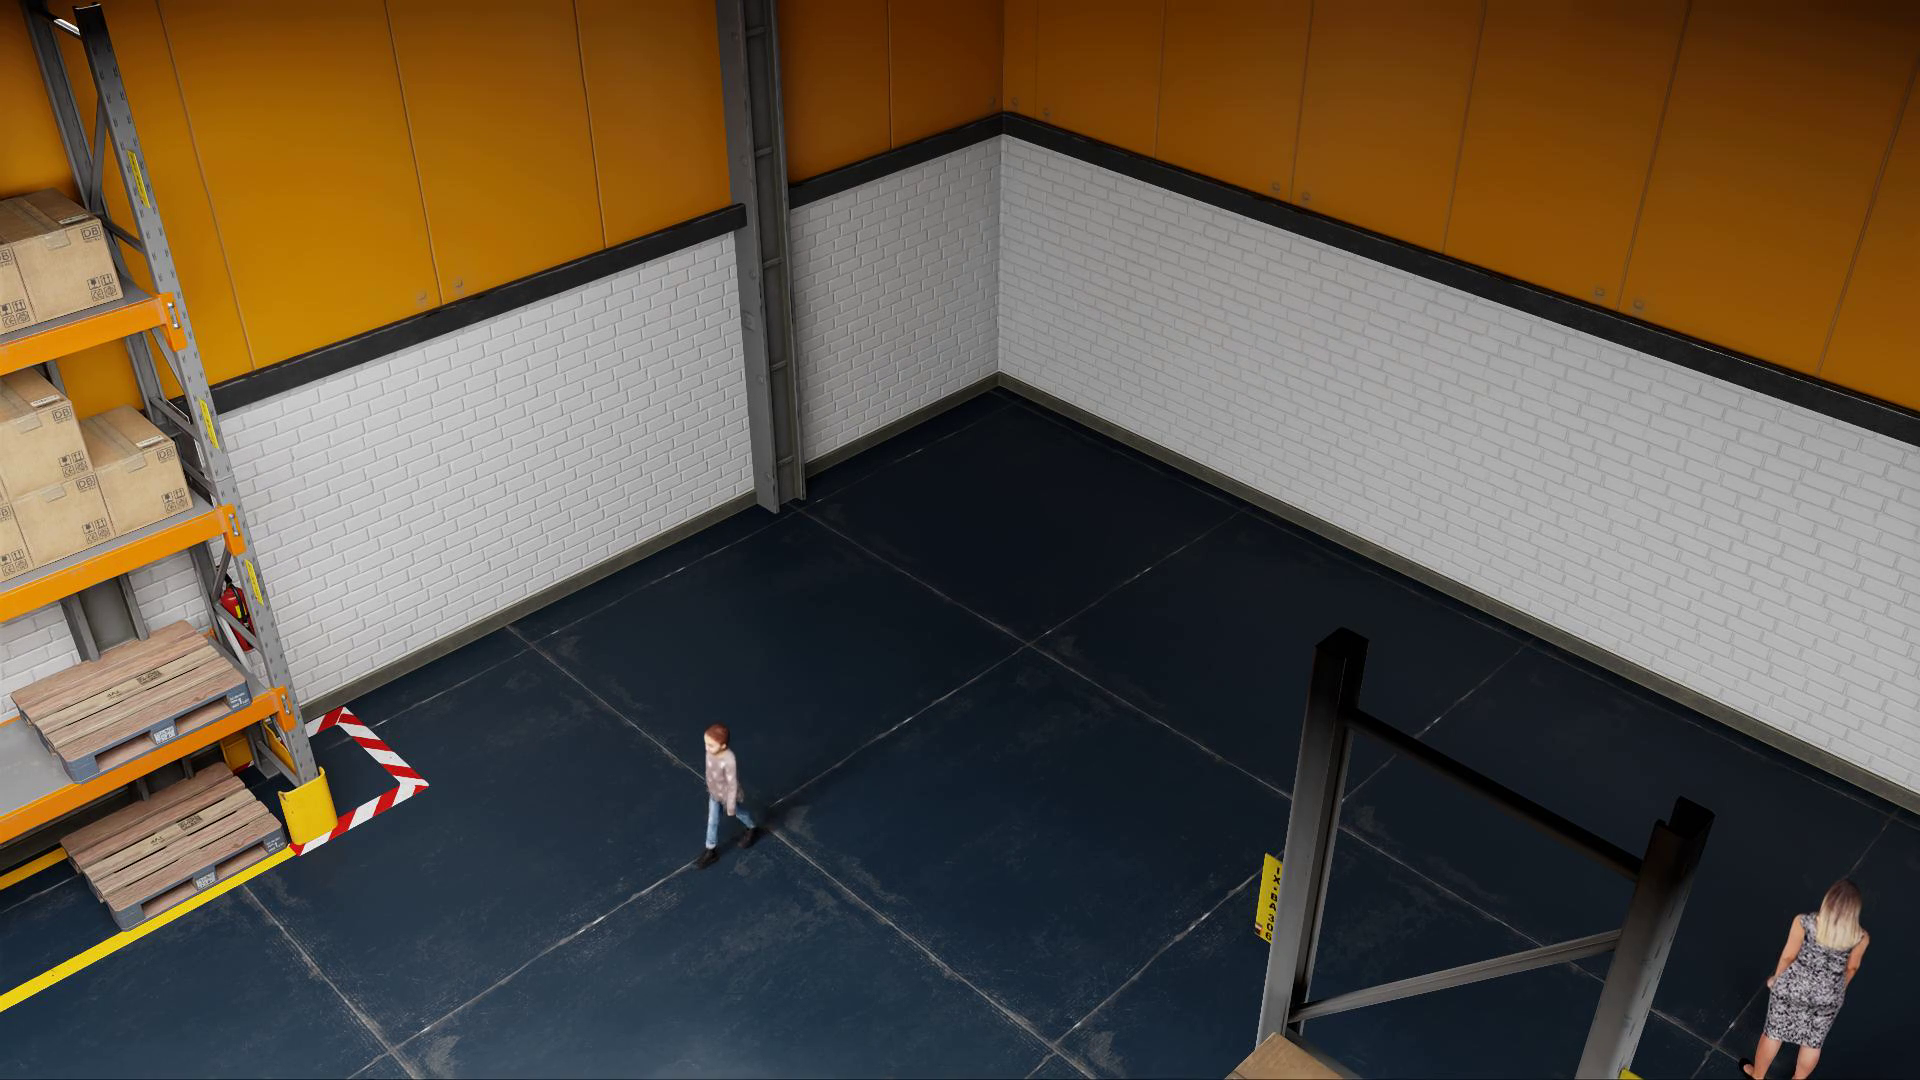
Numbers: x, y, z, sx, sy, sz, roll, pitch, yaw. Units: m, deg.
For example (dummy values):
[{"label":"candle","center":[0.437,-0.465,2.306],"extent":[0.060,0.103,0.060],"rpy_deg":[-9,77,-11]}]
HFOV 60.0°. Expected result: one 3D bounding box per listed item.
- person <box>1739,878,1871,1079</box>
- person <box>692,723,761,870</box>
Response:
[{"label":"person","center":[5.051,2.685,9.908],"extent":[0.631,1.705,0.611],"rpy_deg":[13,36,19]},{"label":"person","center":[-1.616,1.761,11.779],"extent":[0.510,1.172,0.805],"rpy_deg":[28,42,35]}]
